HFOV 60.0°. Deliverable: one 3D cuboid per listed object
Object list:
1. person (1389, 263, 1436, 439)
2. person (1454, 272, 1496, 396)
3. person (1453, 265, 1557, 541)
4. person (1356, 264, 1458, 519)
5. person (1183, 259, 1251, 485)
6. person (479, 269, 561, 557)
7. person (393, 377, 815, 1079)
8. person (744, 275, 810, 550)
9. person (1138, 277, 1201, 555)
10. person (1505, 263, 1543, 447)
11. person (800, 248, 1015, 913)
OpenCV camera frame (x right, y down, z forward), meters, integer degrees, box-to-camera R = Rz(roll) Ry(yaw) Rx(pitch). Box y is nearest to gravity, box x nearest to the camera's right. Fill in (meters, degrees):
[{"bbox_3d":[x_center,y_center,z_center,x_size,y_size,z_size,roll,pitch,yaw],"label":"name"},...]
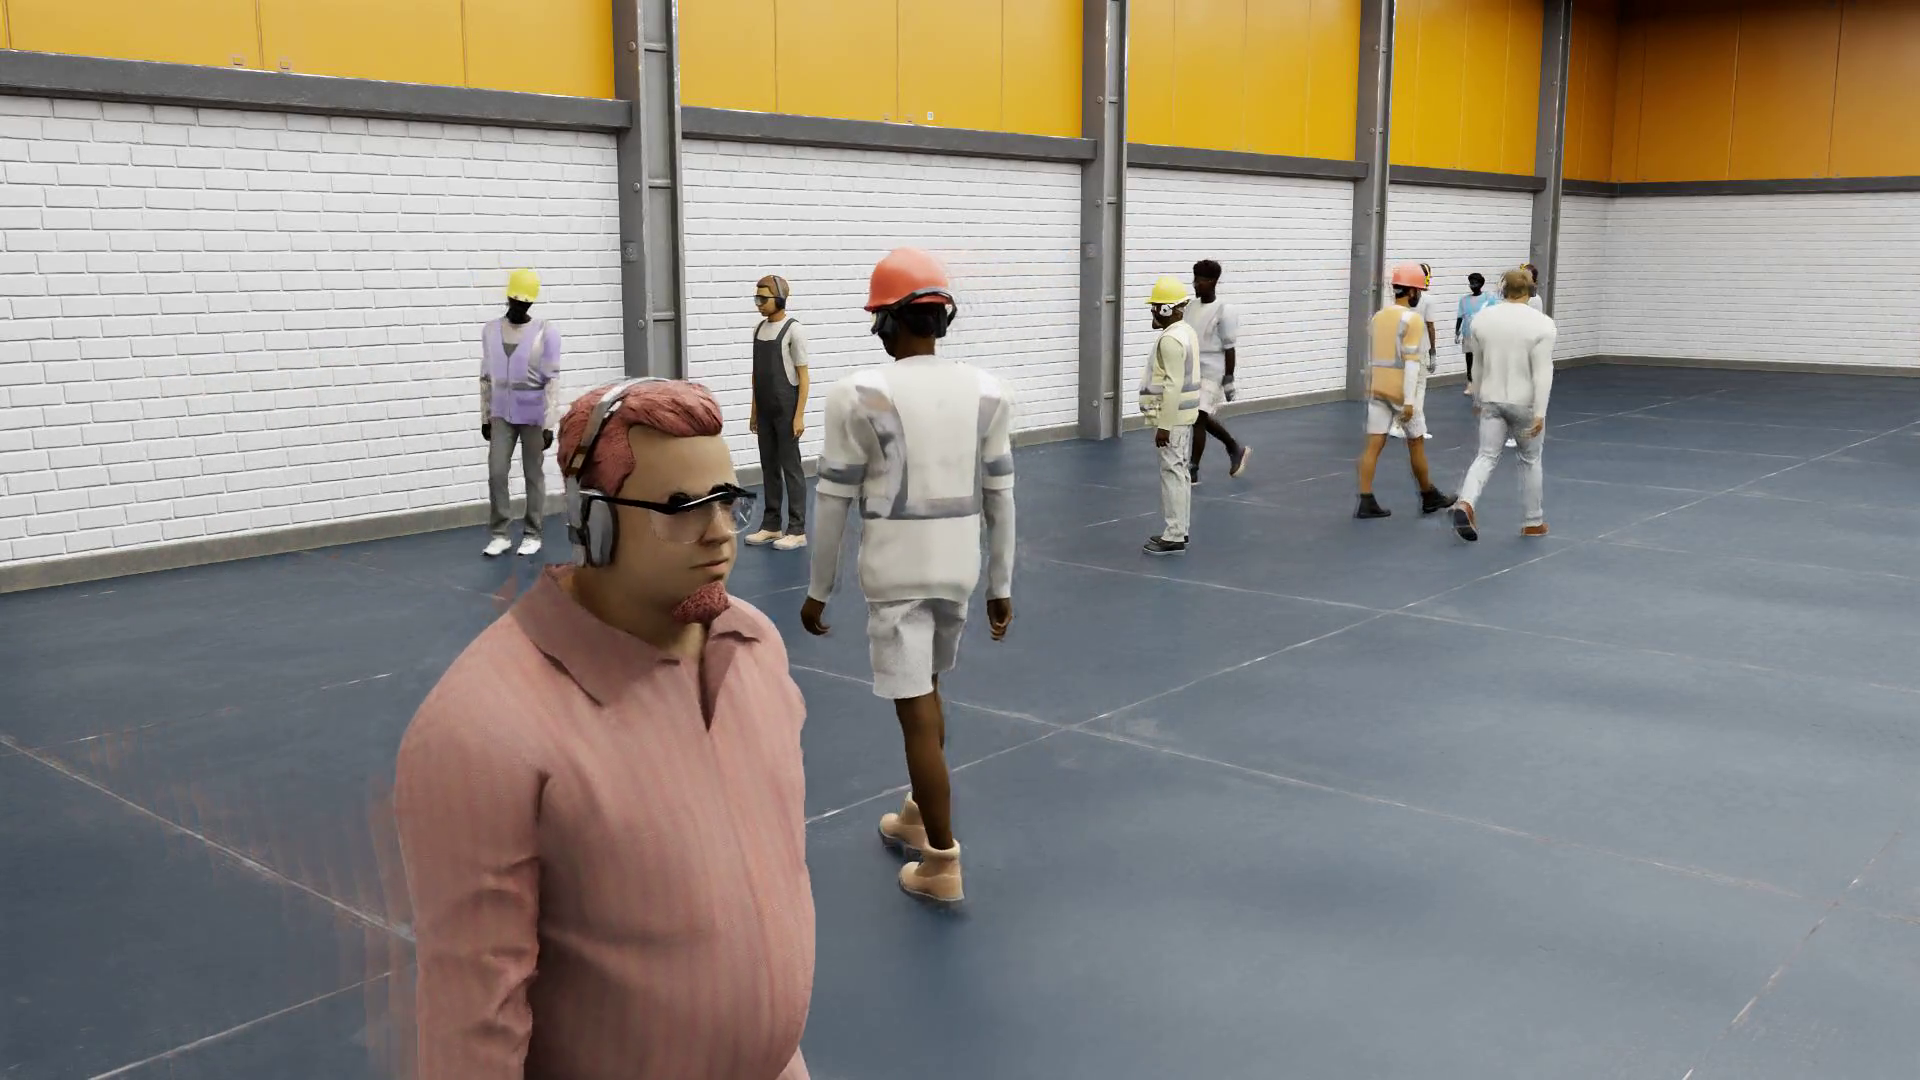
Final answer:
[{"bbox_3d":[4.799,-1.993,17.643,0.364,1.871,0.570,-8,13,-39],"label":"person"},{"bbox_3d":[7.048,-2.817,22.802,0.557,1.685,0.390,9,13,41],"label":"person"},{"bbox_3d":[3.751,-0.929,11.450,0.630,1.914,0.853,8,13,39],"label":"person"},{"bbox_3d":[3.363,-1.111,12.515,0.924,1.890,0.560,-5,11,-28],"label":"person"},{"bbox_3d":[2.166,-1.437,14.268,0.868,1.944,0.608,-5,11,-27],"label":"person"},{"bbox_3d":[-2.860,-0.813,10.840,0.624,1.888,0.563,2,10,12],"label":"person"},{"bbox_3d":[-0.458,0.718,2.179,0.889,1.878,0.654,6,12,31],"label":"person"},{"bbox_3d":[-1.235,-0.857,11.218,0.520,1.843,0.331,9,14,42],"label":"person"},{"bbox_3d":[1.382,-0.815,11.016,0.403,1.830,0.600,3,10,16],"label":"person"},{"bbox_3d":[5.753,-1.873,16.956,0.335,1.863,0.519,5,11,24],"label":"person"},{"bbox_3d":[-0.195,0.105,5.241,0.616,2.010,0.837,-7,12,-33],"label":"person"}]
